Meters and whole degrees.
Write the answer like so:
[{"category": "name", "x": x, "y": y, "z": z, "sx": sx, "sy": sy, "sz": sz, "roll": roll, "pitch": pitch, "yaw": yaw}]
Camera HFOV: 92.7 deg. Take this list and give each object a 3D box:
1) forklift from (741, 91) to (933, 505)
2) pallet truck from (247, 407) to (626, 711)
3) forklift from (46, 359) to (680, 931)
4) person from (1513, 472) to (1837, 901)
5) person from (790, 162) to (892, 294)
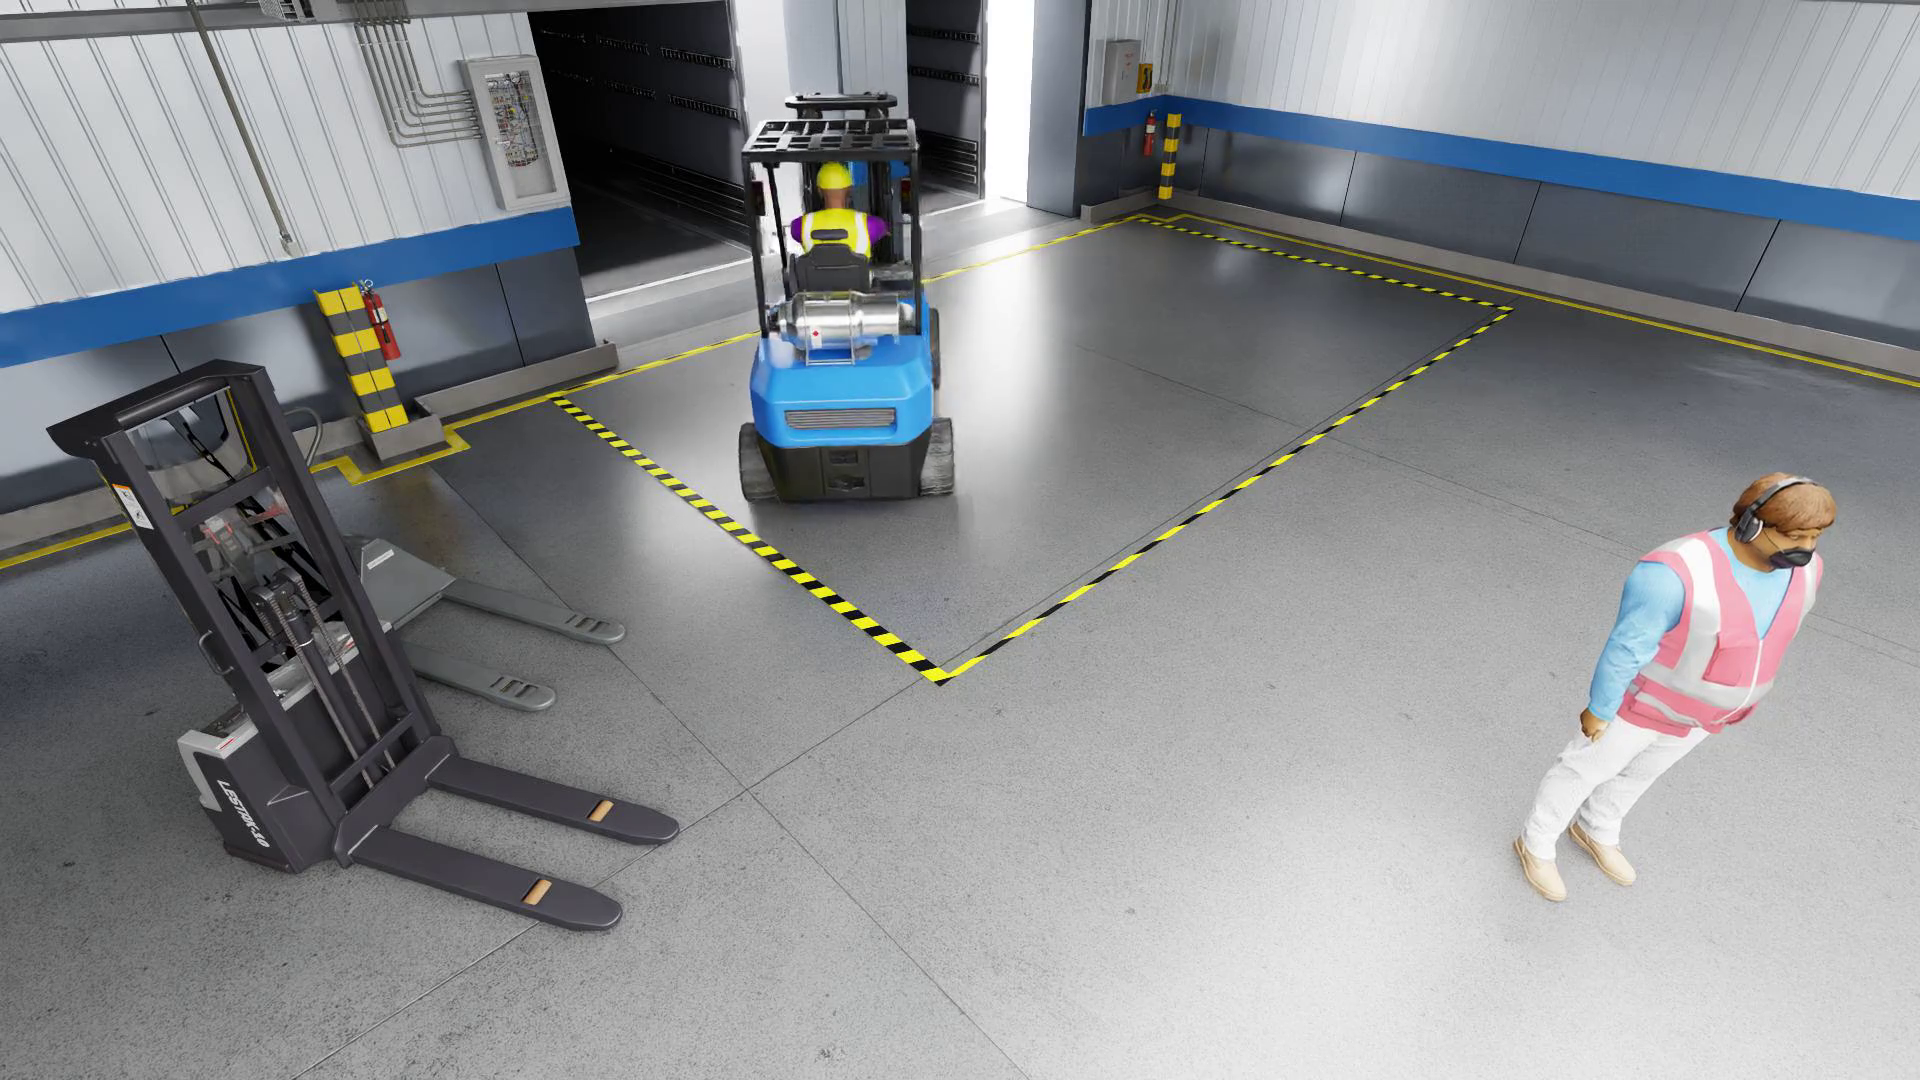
[{"category": "forklift", "x": -0.779, "y": -1.757, "z": 6.241, "sx": 1.157, "sy": 2.036, "sz": 2.680, "roll": -2, "pitch": 34, "yaw": -3}, {"category": "pallet truck", "x": -2.628, "y": 0.038, "z": 4.590, "sx": 1.601, "sy": 1.201, "sz": 0.680, "roll": 12, "pitch": 36, "yaw": 18}, {"category": "forklift", "x": -2.135, "y": 0.422, "z": 3.354, "sx": 1.885, "sy": 1.965, "sz": 0.823, "roll": 10, "pitch": 35, "yaw": 14}, {"category": "person", "x": 2.524, "y": 0.574, "z": 3.268, "sx": 0.623, "sy": 1.843, "sz": 0.431, "roll": -5, "pitch": 35, "yaw": -8}, {"category": "person", "x": -0.772, "y": -1.945, "z": 6.186, "sx": 0.629, "sy": 1.293, "sz": 1.004, "roll": -2, "pitch": 34, "yaw": -3}]
